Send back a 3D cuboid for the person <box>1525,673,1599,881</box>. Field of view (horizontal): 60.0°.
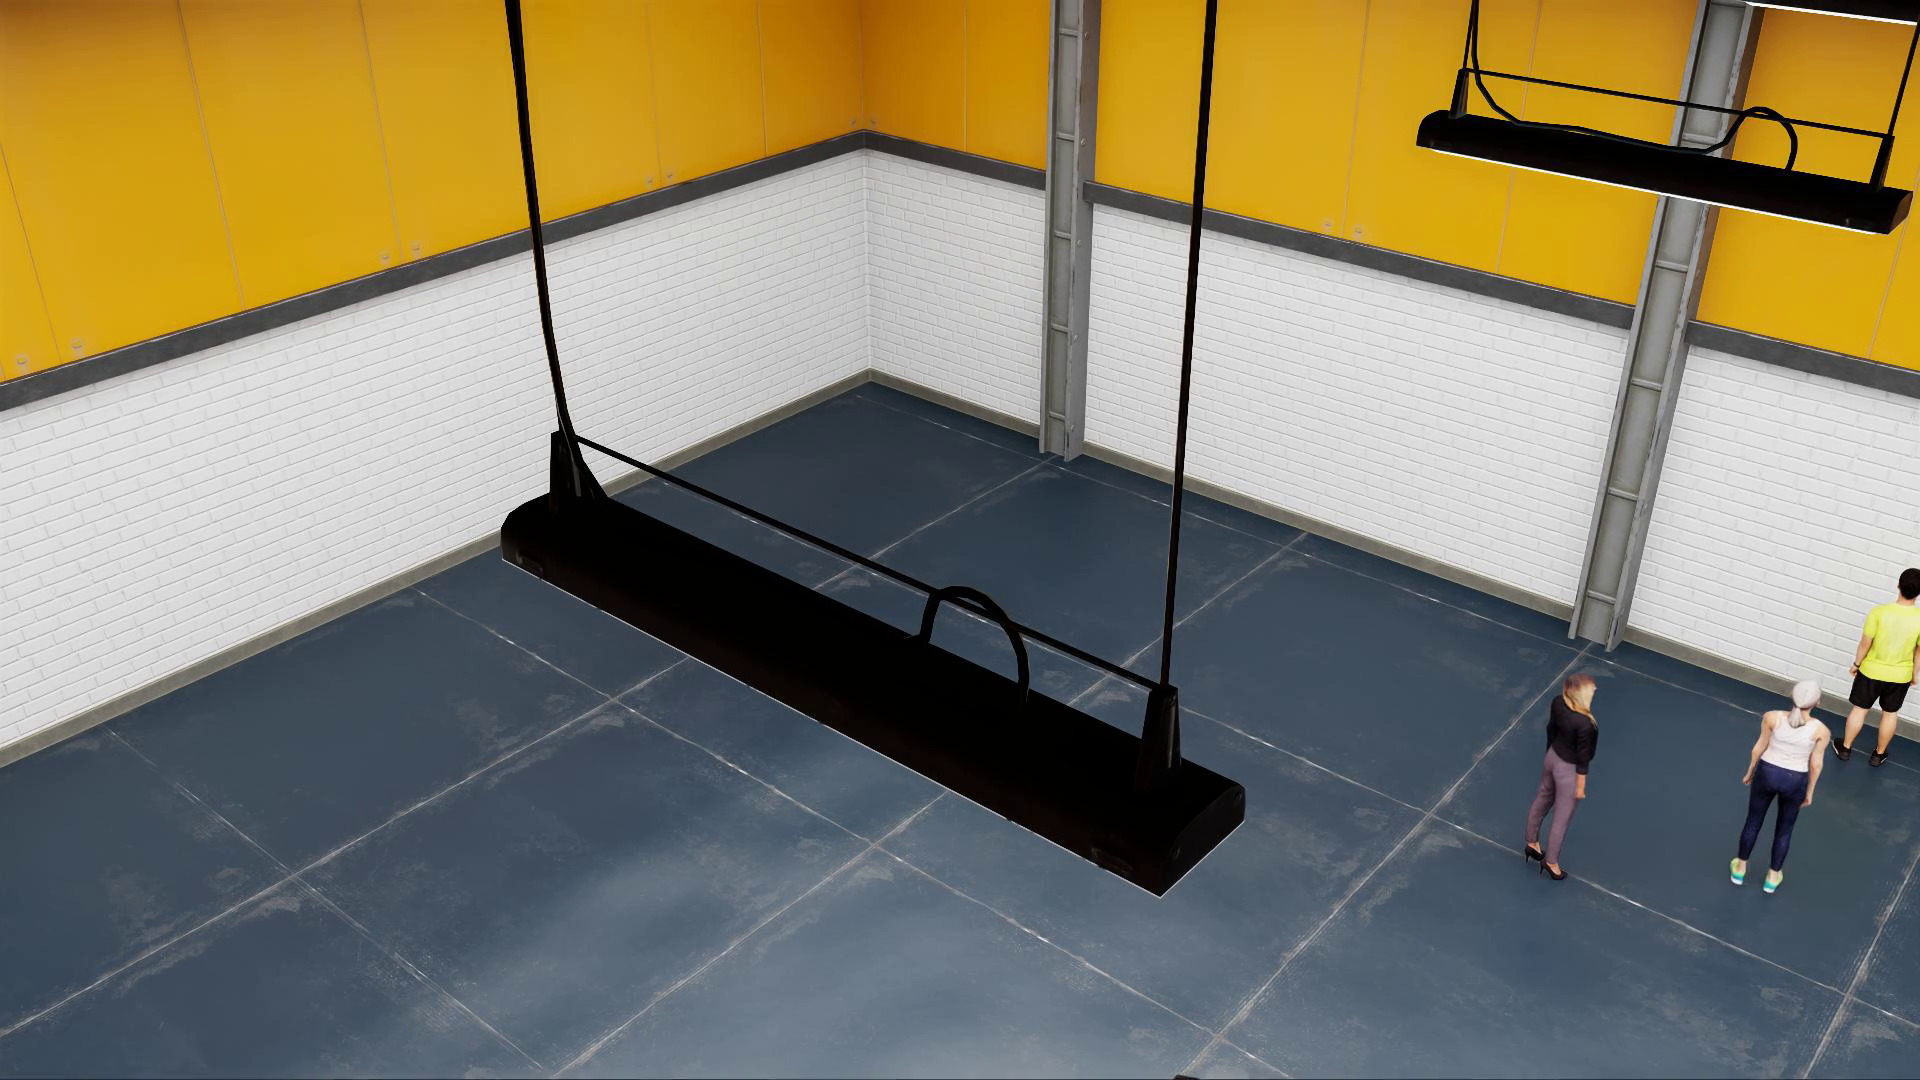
[{"bbox_3d":[4.255,1.655,11.770,0.742,1.671,0.651,-7,29,-12],"label":"person"}]

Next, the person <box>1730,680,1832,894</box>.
[{"bbox_3d":[5.723,1.712,11.633,0.525,1.702,0.705,15,32,26],"label":"person"}]

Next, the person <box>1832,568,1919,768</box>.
[{"bbox_3d":[7.219,0.992,12.945,0.560,1.708,0.735,13,31,22],"label":"person"}]
